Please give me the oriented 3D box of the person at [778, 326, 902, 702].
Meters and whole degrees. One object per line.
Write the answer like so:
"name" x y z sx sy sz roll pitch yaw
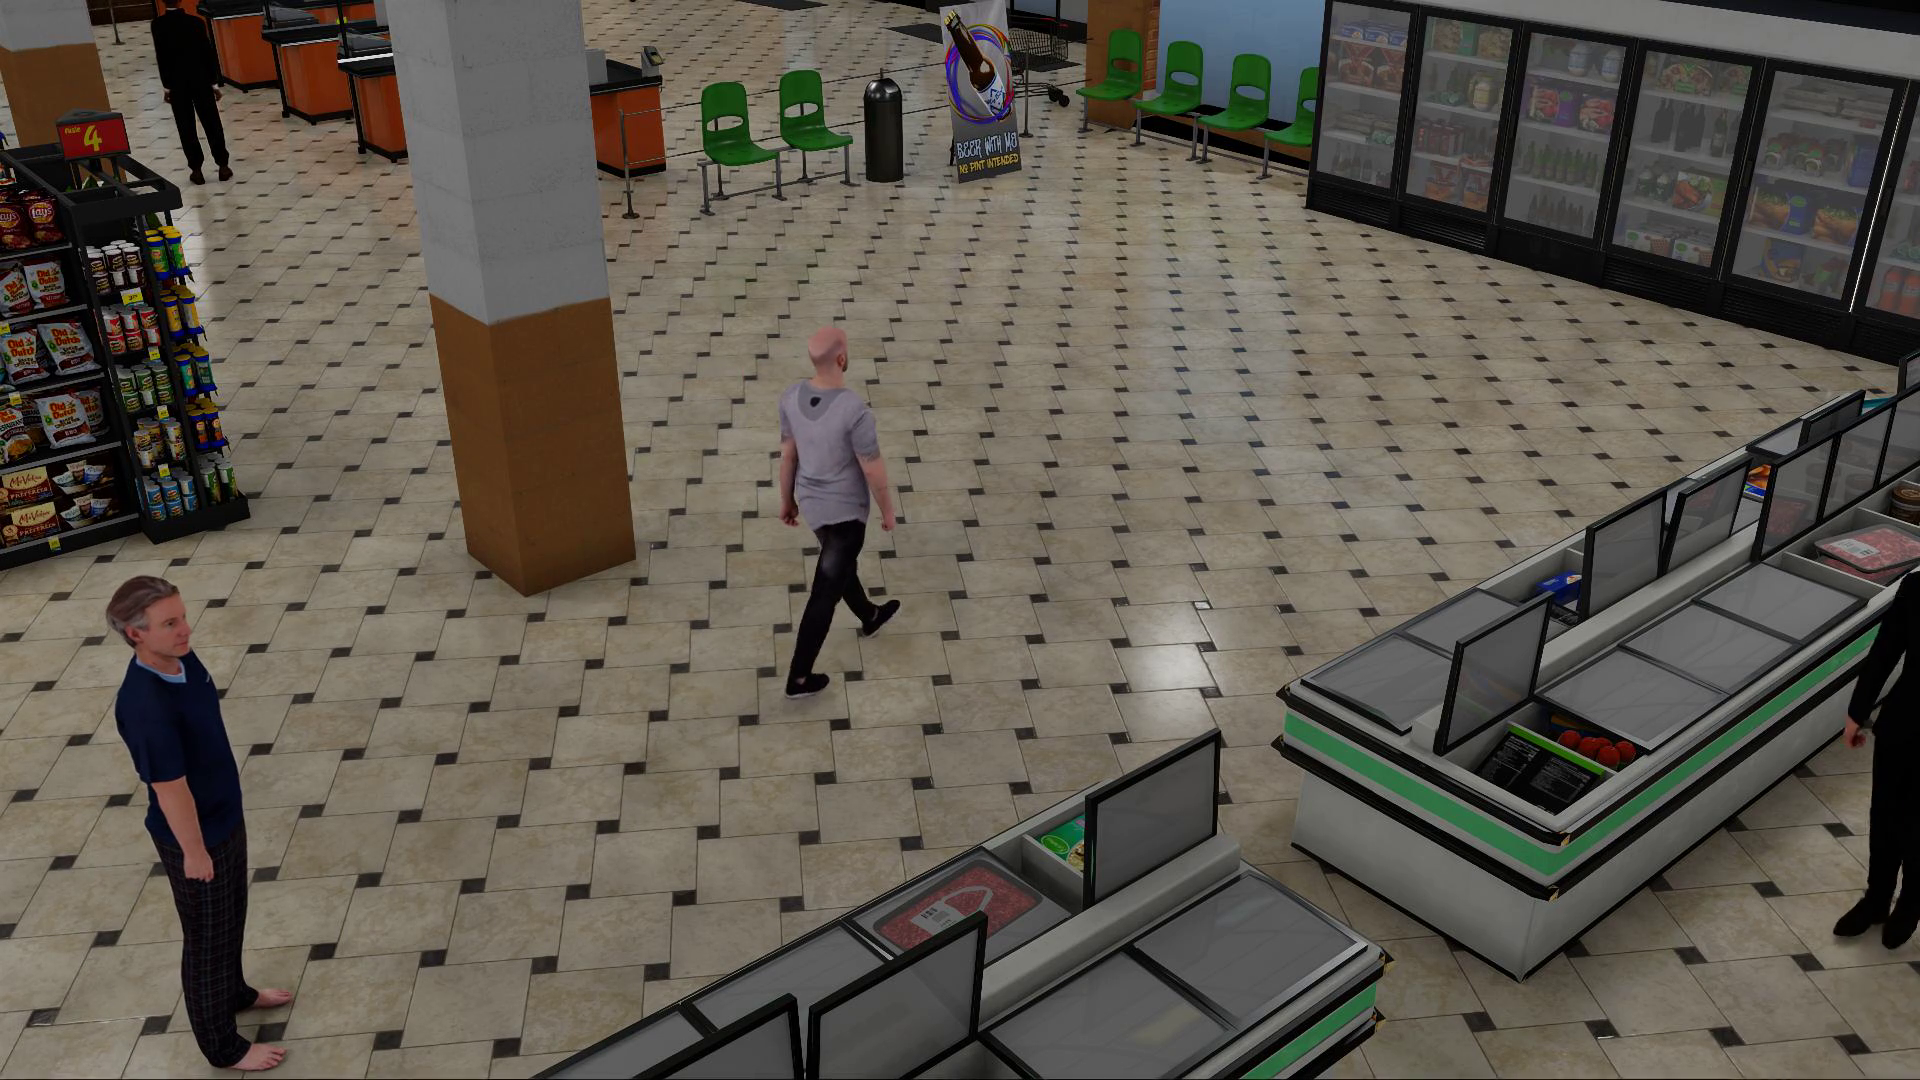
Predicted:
"person" -0.650 -0.088 7.855 0.910 1.782 1.313 18 32 31

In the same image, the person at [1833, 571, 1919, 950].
"person" 3.676 0.699 6.206 0.666 1.873 0.748 -17 31 -30

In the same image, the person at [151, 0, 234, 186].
"person" -7.601 -4.496 16.414 0.633 1.904 0.800 -12 29 -23

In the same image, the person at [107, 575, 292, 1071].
"person" -2.607 0.964 5.685 0.716 1.870 0.736 -6 27 -12
